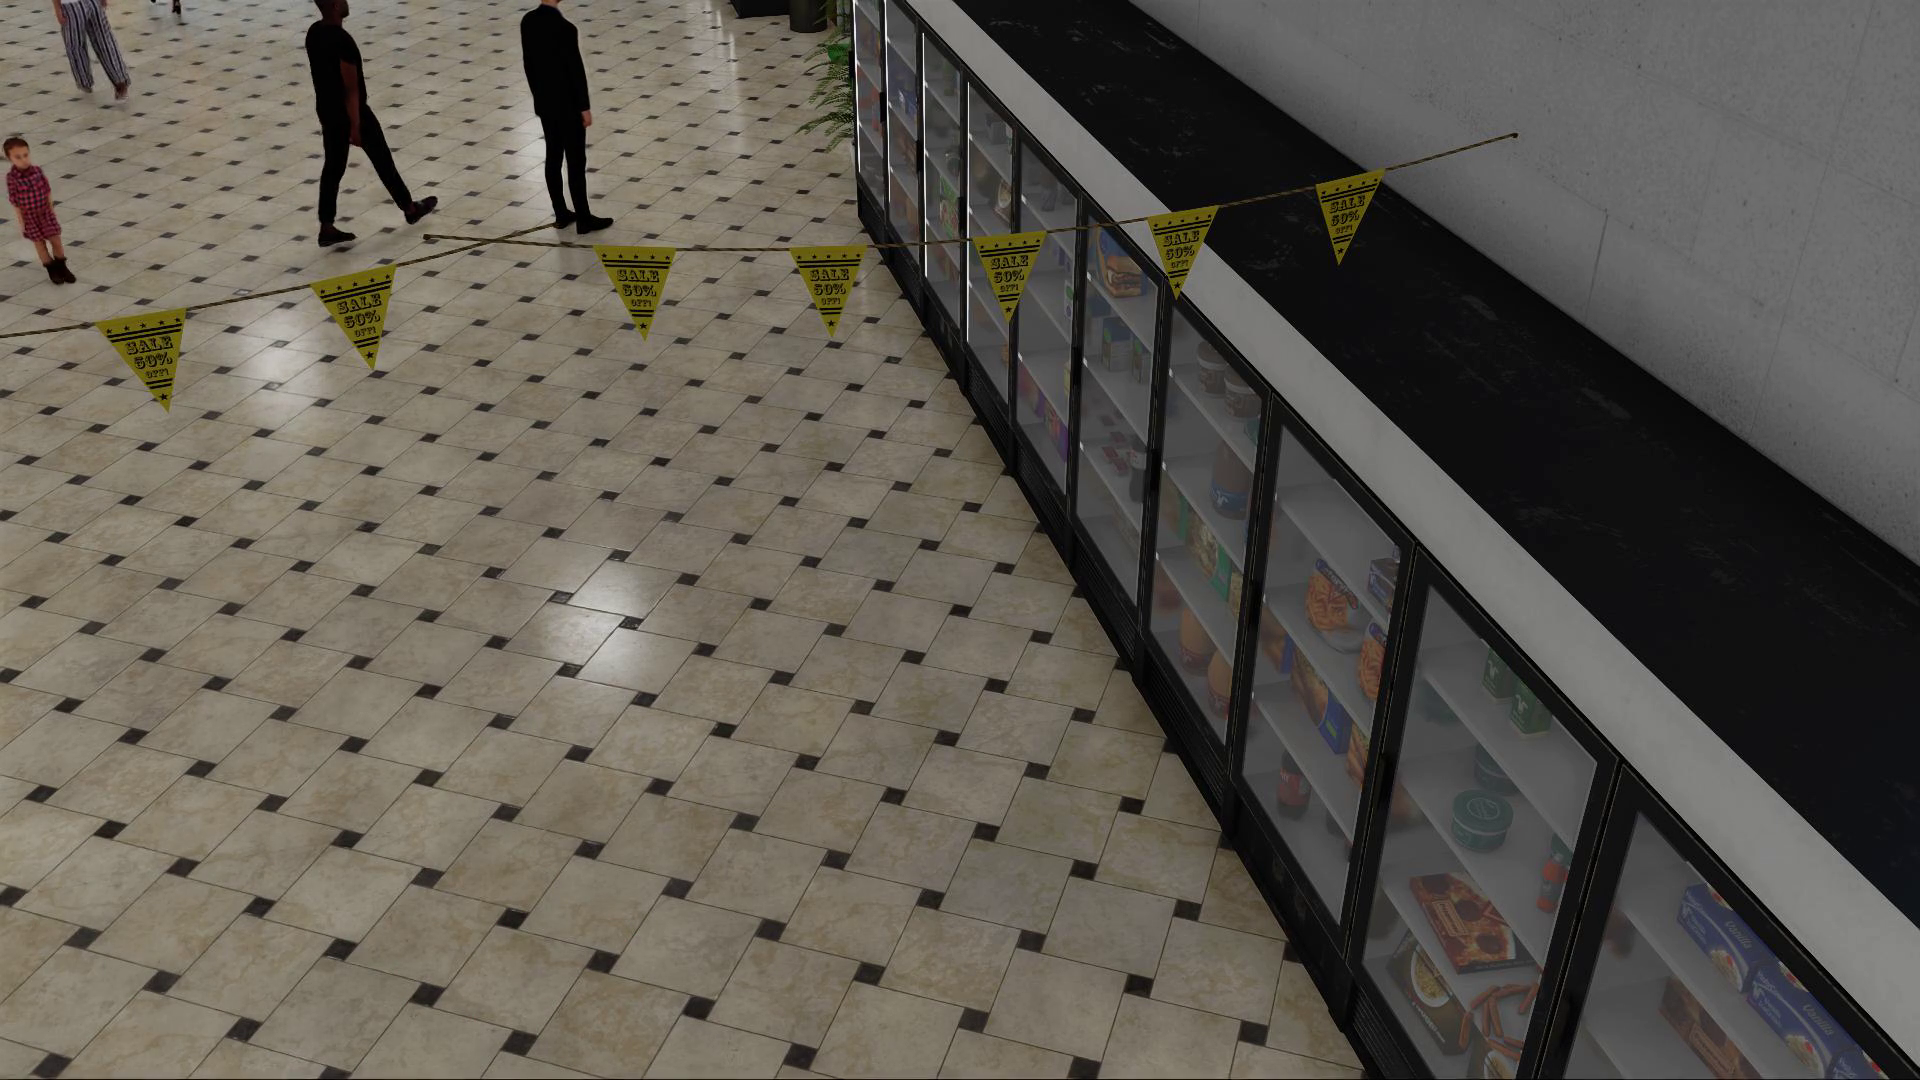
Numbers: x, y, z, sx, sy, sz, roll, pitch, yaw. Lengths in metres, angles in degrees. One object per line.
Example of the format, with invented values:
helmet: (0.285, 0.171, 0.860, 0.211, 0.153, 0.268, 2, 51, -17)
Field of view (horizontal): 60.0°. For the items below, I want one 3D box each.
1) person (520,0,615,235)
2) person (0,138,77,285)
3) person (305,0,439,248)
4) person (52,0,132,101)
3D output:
person: (-2.870, -3.142, 11.906, 0.791, 1.893, 0.830, 21, 37, 30)
person: (-6.287, -2.236, 11.284, 0.486, 1.013, 0.562, -26, 40, -35)
person: (-4.382, -2.915, 11.659, 1.135, 1.770, 1.281, 23, 38, 32)
person: (-7.647, -4.627, 14.541, 1.185, 1.632, 1.106, -27, 41, -37)
